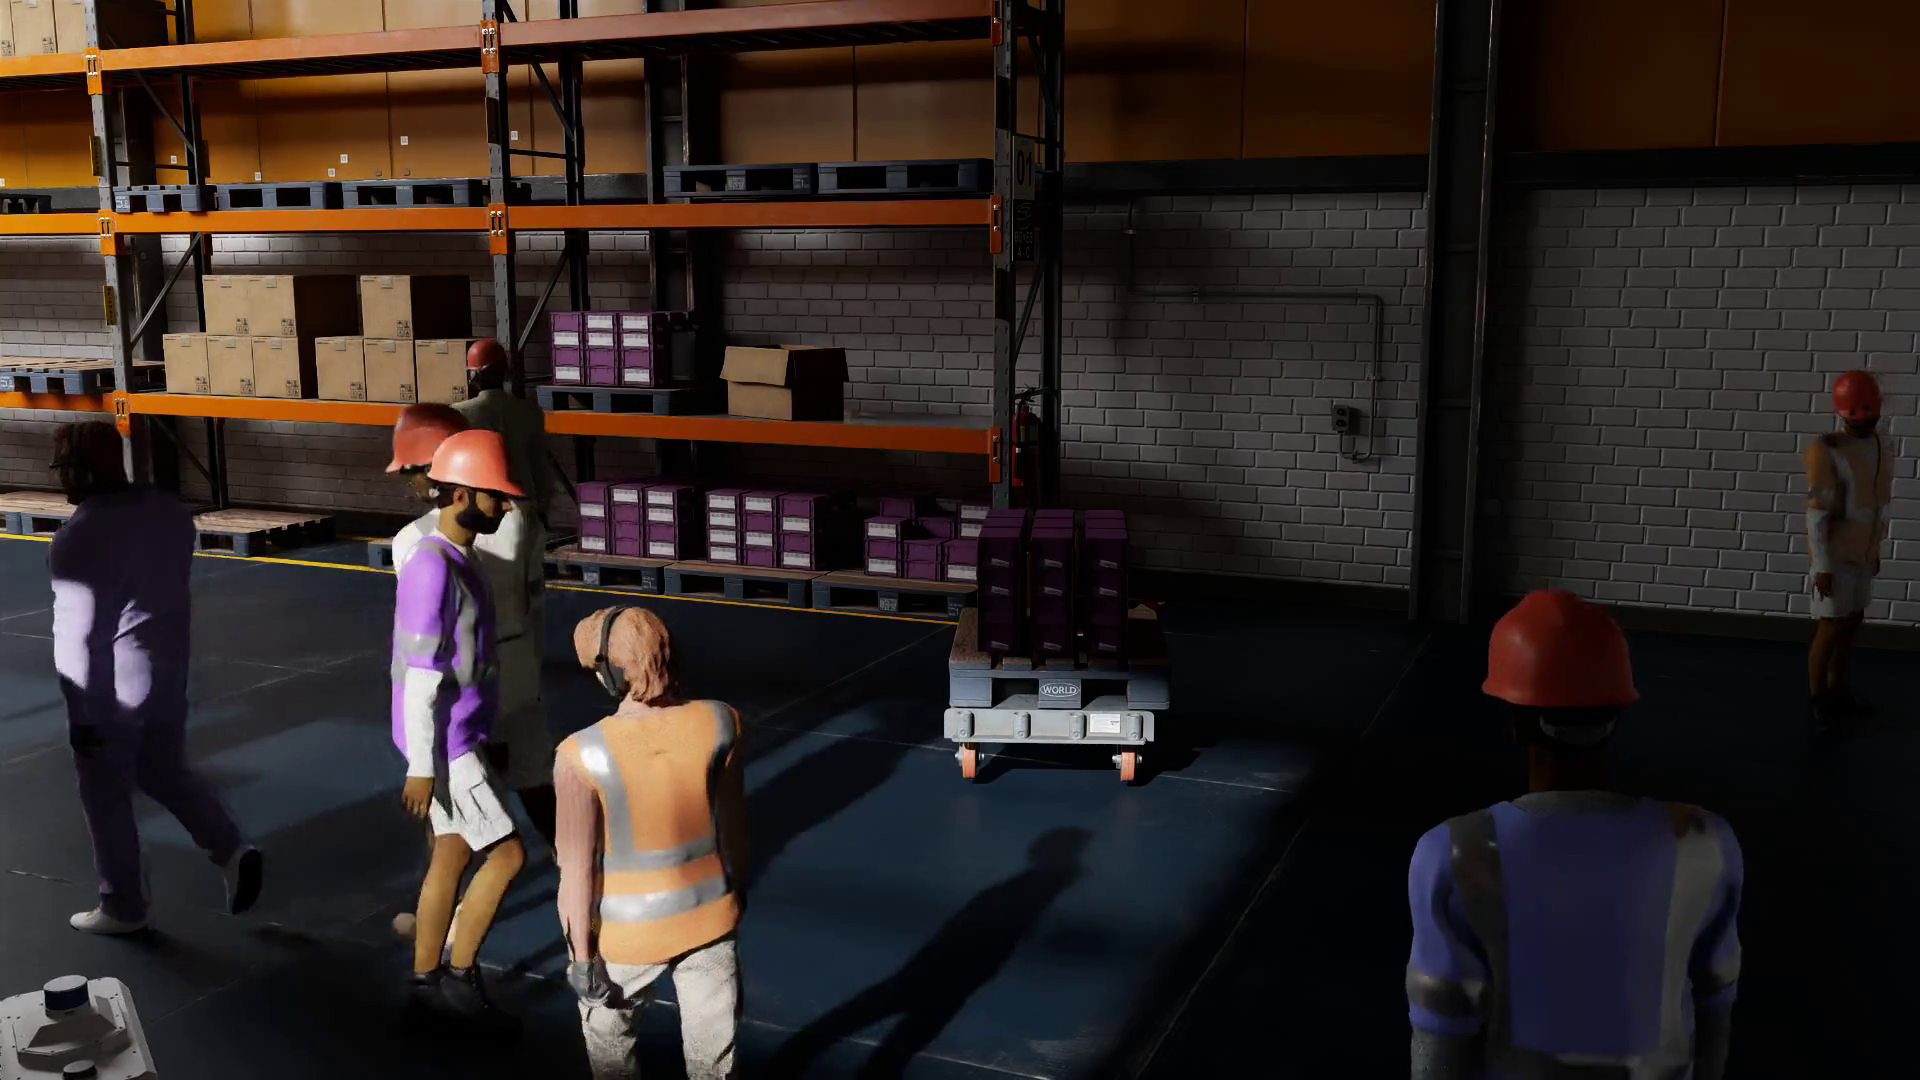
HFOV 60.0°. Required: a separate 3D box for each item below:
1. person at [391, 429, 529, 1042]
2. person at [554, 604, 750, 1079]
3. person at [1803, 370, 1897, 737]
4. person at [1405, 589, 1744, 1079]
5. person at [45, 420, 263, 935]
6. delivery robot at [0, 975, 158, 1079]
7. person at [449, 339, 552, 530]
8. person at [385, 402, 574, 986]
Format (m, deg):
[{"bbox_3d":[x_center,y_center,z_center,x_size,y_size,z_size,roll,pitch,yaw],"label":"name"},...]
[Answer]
[{"bbox_3d":[-1.532,0.614,5.176,0.553,1.906,0.574,-1,10,-7],"label":"person"},{"bbox_3d":[-0.749,0.944,4.111,0.560,1.613,0.615,-6,11,-30],"label":"person"},{"bbox_3d":[4.607,0.066,8.554,0.737,1.891,0.435,-5,10,-25],"label":"person"},{"bbox_3d":[1.013,1.033,2.769,0.552,1.893,1.010,2,10,11],"label":"person"},{"bbox_3d":[-2.902,0.509,5.896,0.640,1.880,0.654,3,10,15],"label":"person"},{"bbox_3d":[-2.318,1.383,4.348,0.477,0.478,0.707,-6,11,-32],"label":"delivery robot"},{"bbox_3d":[-2.778,-0.198,9.874,0.617,1.976,0.508,-7,12,-36],"label":"person"},{"bbox_3d":[-1.564,0.522,5.564,1.079,1.981,0.623,8,12,38],"label":"person"}]
